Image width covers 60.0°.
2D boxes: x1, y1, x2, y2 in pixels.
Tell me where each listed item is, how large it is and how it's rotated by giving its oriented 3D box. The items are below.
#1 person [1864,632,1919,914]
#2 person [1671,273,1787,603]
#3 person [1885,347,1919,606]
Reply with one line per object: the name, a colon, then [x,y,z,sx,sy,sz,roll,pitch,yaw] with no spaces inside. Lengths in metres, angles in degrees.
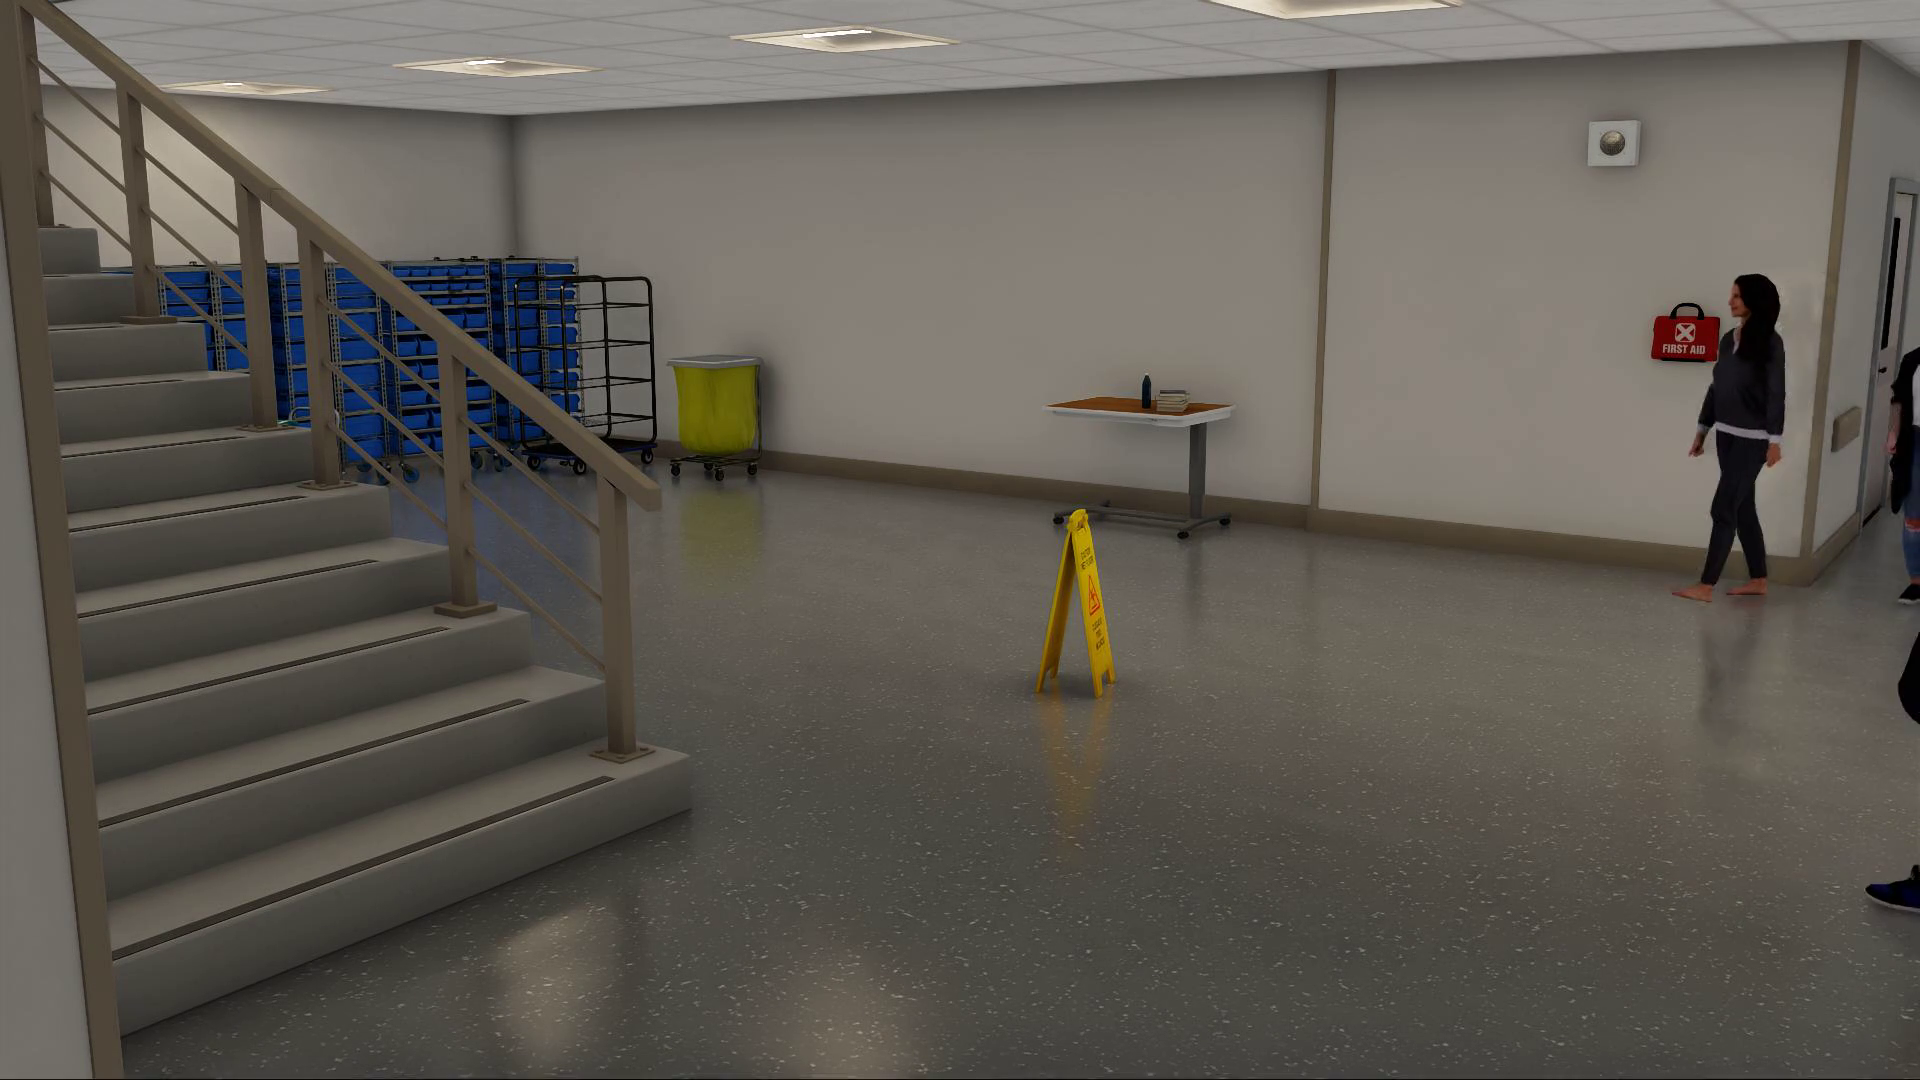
person: [2.977,0.496,4.804,0.723,1.261,0.527,8,13,35]
person: [4.273,-0.530,8.916,1.014,1.744,0.962,-2,11,-10]
person: [5.214,-0.481,8.855,0.810,1.669,0.725,-9,14,-39]
